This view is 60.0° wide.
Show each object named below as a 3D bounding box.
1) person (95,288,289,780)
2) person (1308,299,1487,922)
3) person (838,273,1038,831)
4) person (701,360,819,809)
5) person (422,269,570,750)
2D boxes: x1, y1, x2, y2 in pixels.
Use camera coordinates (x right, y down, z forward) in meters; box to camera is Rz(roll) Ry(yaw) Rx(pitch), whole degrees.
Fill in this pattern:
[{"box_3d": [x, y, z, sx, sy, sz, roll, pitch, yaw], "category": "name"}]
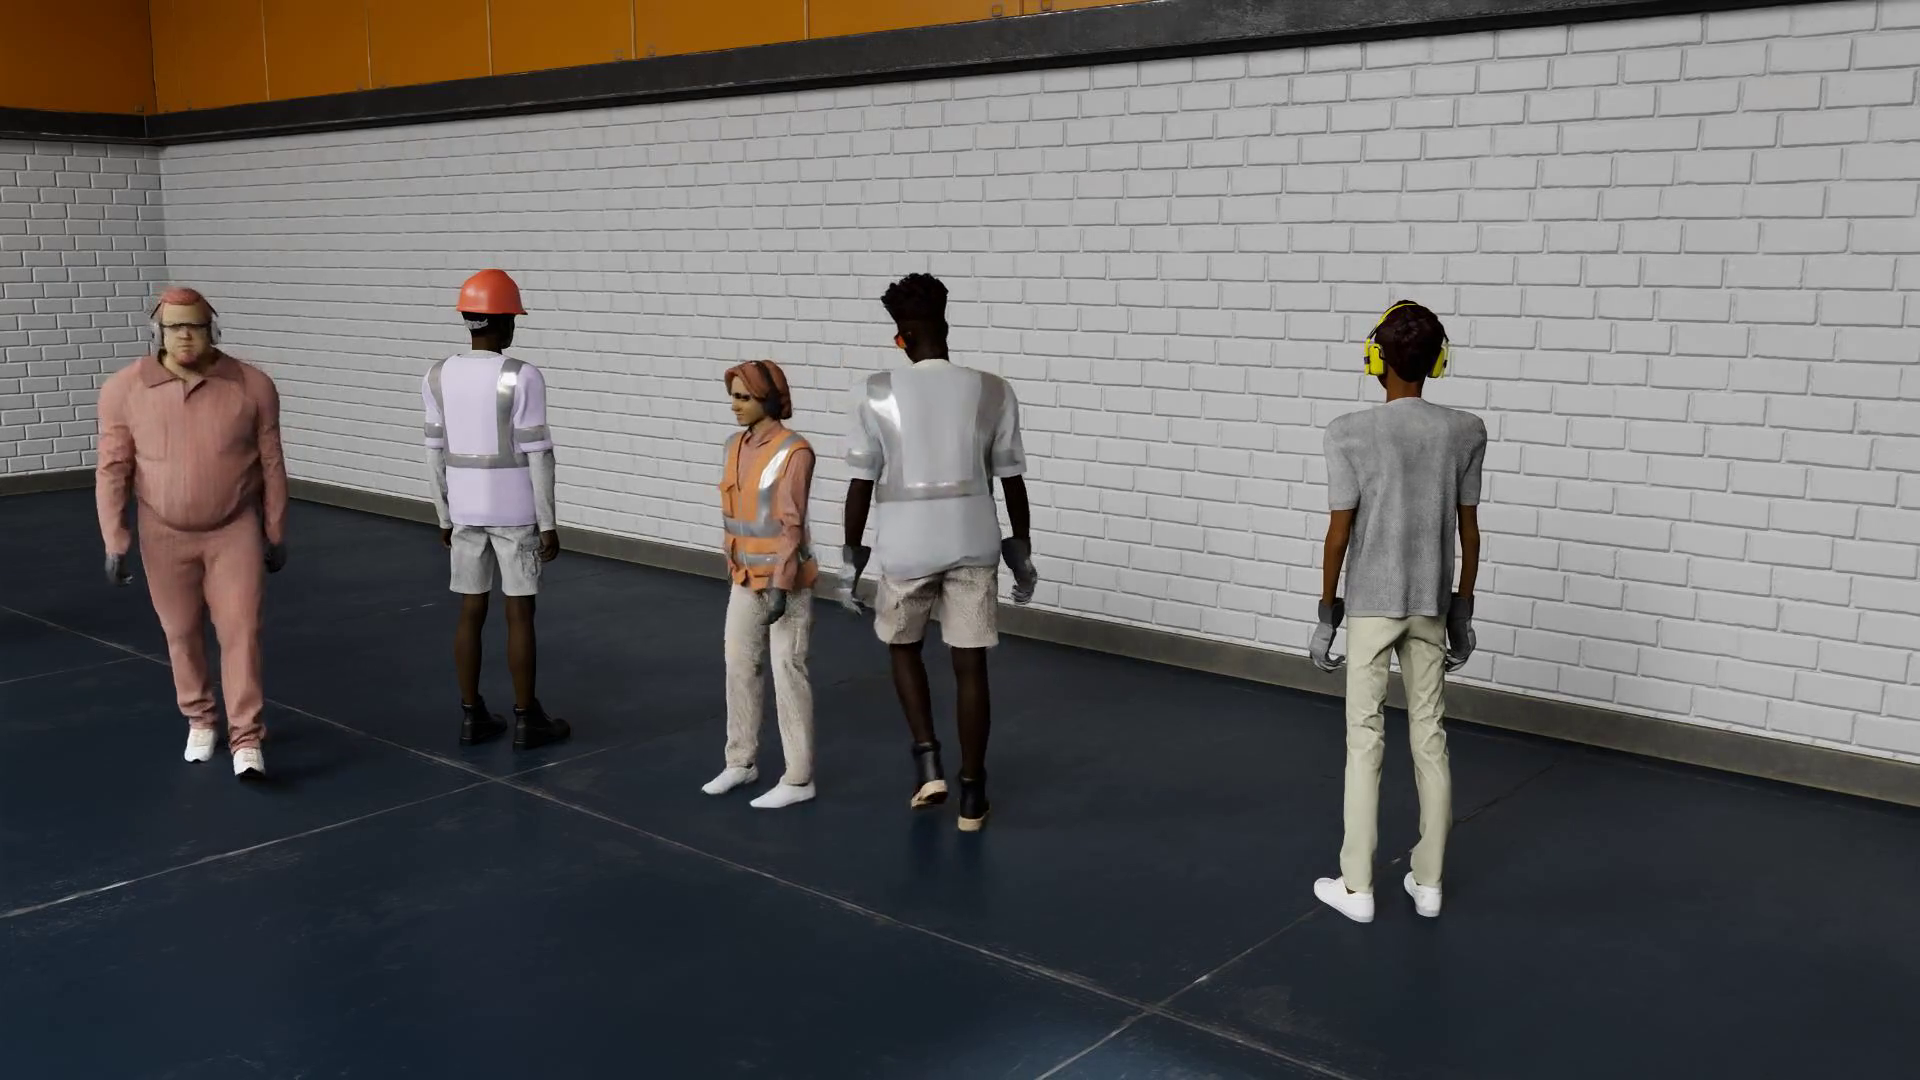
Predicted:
[{"box_3d": [-2.892, -0.003, 6.301, 0.657, 1.867, 0.949, -4, 11, -20], "category": "person"}, {"box_3d": [1.305, 0.222, 5.003, 0.513, 1.872, 0.328, -1, 10, -8], "category": "person"}, {"box_3d": [-0.071, 0.045, 5.820, 0.724, 1.931, 0.476, -1, 10, -8], "category": "person"}, {"box_3d": [-0.703, 0.160, 6.054, 0.342, 1.627, 0.518, -9, 14, -43], "category": "person"}, {"box_3d": [-1.866, -0.115, 6.727, 0.551, 1.936, 0.356, 3, 10, 17], "category": "person"}]
